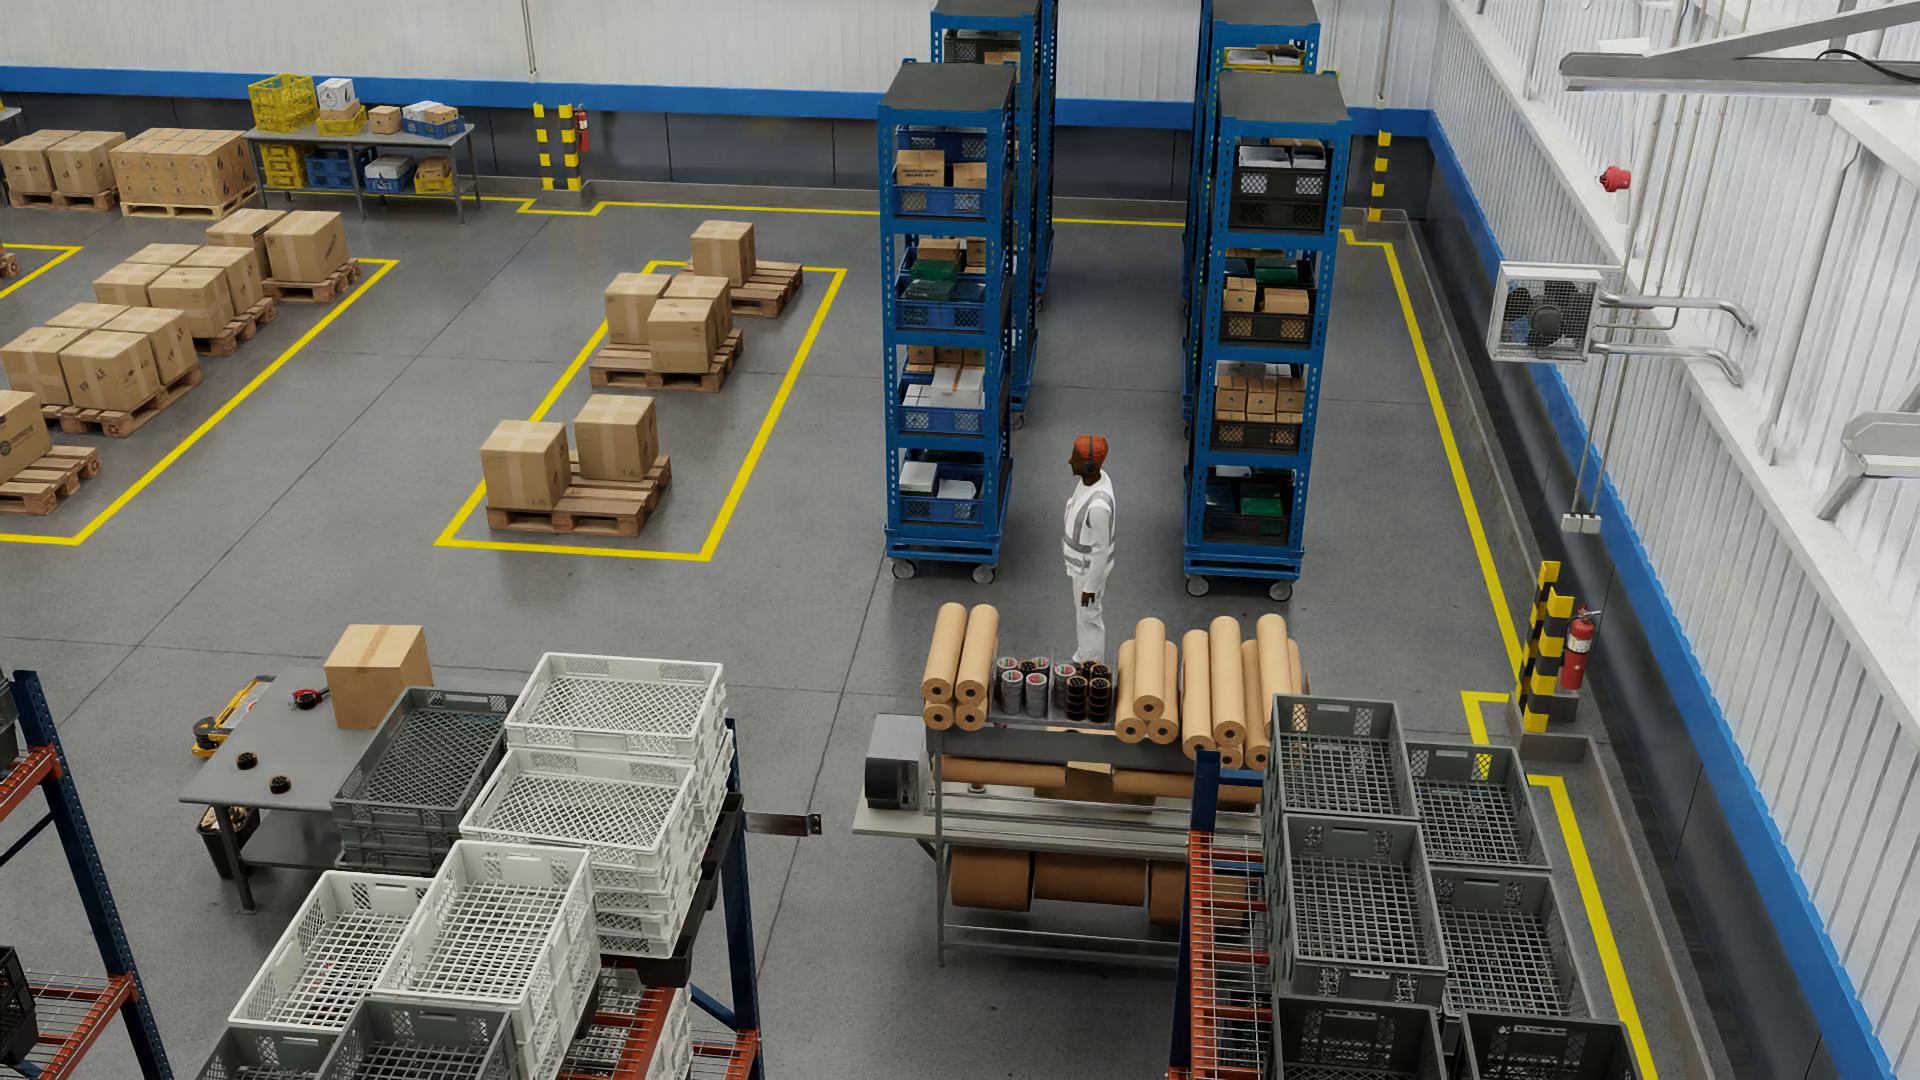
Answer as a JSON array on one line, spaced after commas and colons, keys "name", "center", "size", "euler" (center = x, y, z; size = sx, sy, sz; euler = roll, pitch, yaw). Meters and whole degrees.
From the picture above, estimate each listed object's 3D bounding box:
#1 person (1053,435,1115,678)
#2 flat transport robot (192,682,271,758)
[{"name": "person", "center": [0.817, 0.171, 10.775], "size": [0.347, 1.882, 0.582], "euler": [-1, 30, -2]}, {"name": "flat transport robot", "center": [-4.089, 1.163, 10.648], "size": [1.431, 0.197, 0.652], "euler": [3, 30, 6]}]
